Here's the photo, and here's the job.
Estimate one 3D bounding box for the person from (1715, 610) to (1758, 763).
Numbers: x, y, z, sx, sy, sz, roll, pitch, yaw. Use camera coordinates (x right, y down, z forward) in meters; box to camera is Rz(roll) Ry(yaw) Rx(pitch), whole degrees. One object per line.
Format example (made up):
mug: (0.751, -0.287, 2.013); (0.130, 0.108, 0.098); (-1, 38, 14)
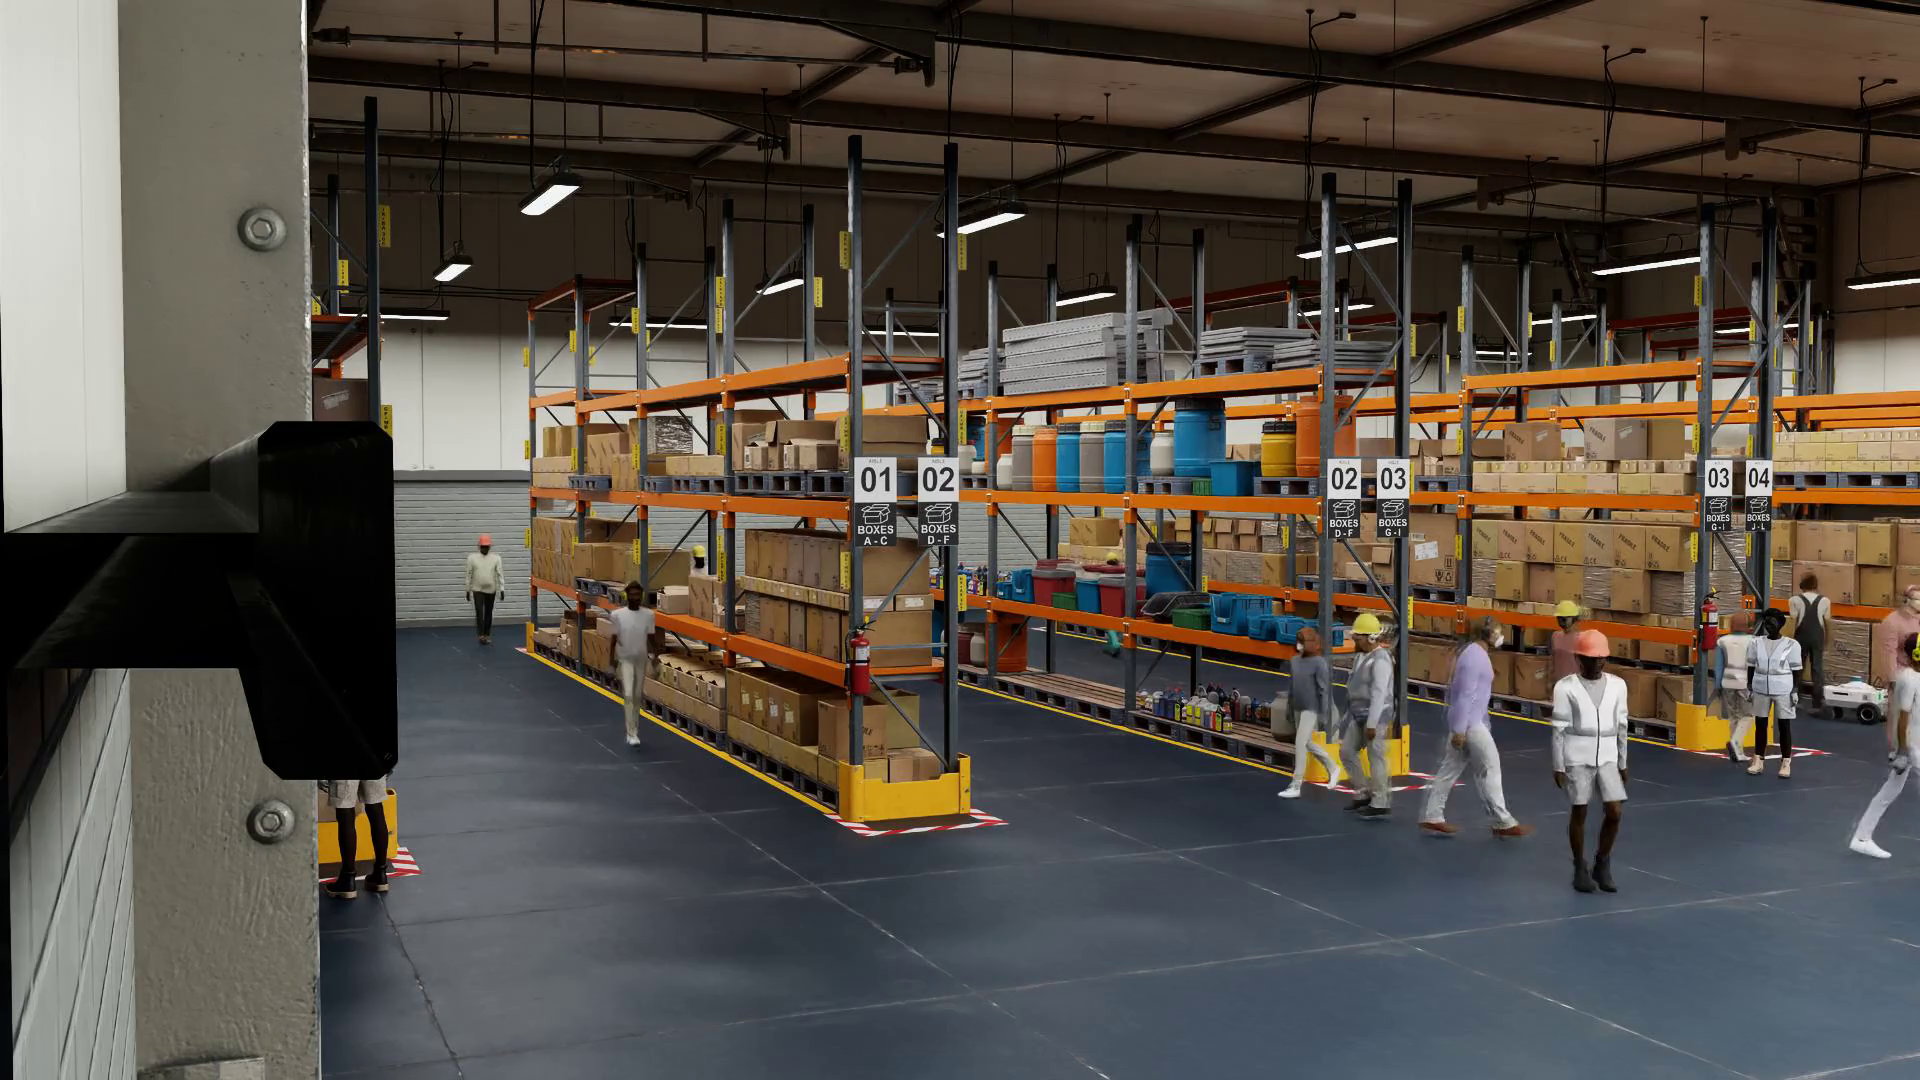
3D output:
person: (8.119, 1.541, 18.696); (0.630, 1.618, 0.510); (-2, 3, -42)

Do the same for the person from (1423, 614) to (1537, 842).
person: (4.350, 1.559, 14.941); (1.014, 1.875, 0.634); (1, 2, 14)

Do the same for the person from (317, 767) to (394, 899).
person: (-4.390, 1.591, 13.016); (0.362, 1.962, 0.613); (2, 3, 40)

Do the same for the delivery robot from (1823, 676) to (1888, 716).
delivery robot: (11.000, 1.914, 21.980); (0.477, 0.478, 0.707); (-2, 4, -41)

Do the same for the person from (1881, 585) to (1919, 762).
person: (9.957, 1.416, 18.642); (0.667, 1.874, 0.793); (0, 2, -11)

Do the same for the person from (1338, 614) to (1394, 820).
person: (3.560, 1.556, 15.800); (0.513, 1.814, 0.625); (0, 2, -6)

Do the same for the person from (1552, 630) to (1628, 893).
person: (4.600, 1.611, 13.027); (0.581, 1.917, 0.553); (0, 2, 0)

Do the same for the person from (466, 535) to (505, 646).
person: (-8.421, 0.886, 31.806); (0.650, 1.937, 1.028); (-1, 2, -22)

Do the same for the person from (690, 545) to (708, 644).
person: (-4.176, 1.021, 28.643); (0.596, 1.904, 0.681); (-1, 3, -30)

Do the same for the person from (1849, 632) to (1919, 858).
person: (7.515, 1.624, 14.091); (0.972, 1.823, 0.537); (1, 2, 28)

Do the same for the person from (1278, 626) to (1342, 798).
person: (3.330, 1.611, 16.975); (0.755, 1.606, 0.504); (-1, 2, -25)

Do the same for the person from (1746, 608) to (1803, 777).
person: (8.192, 1.530, 18.062); (0.541, 1.696, 0.316); (2, 3, 43)

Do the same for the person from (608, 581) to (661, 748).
person: (-3.581, 1.389, 19.884); (0.554, 1.836, 0.859); (-1, 2, -27)

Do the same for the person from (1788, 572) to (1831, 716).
person: (10.760, 1.303, 22.704); (0.530, 1.792, 0.968); (0, 2, 12)

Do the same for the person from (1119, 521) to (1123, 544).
person: (3.589, 0.580, 38.831); (0.856, 2.017, 0.617); (1, 2, 16)

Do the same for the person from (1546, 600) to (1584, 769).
person: (6.279, 1.492, 18.431); (0.418, 1.755, 0.526); (-1, 2, -21)

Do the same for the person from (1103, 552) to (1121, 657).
person: (2.535, 1.058, 29.796); (0.520, 1.736, 0.836); (-1, 2, -24)
